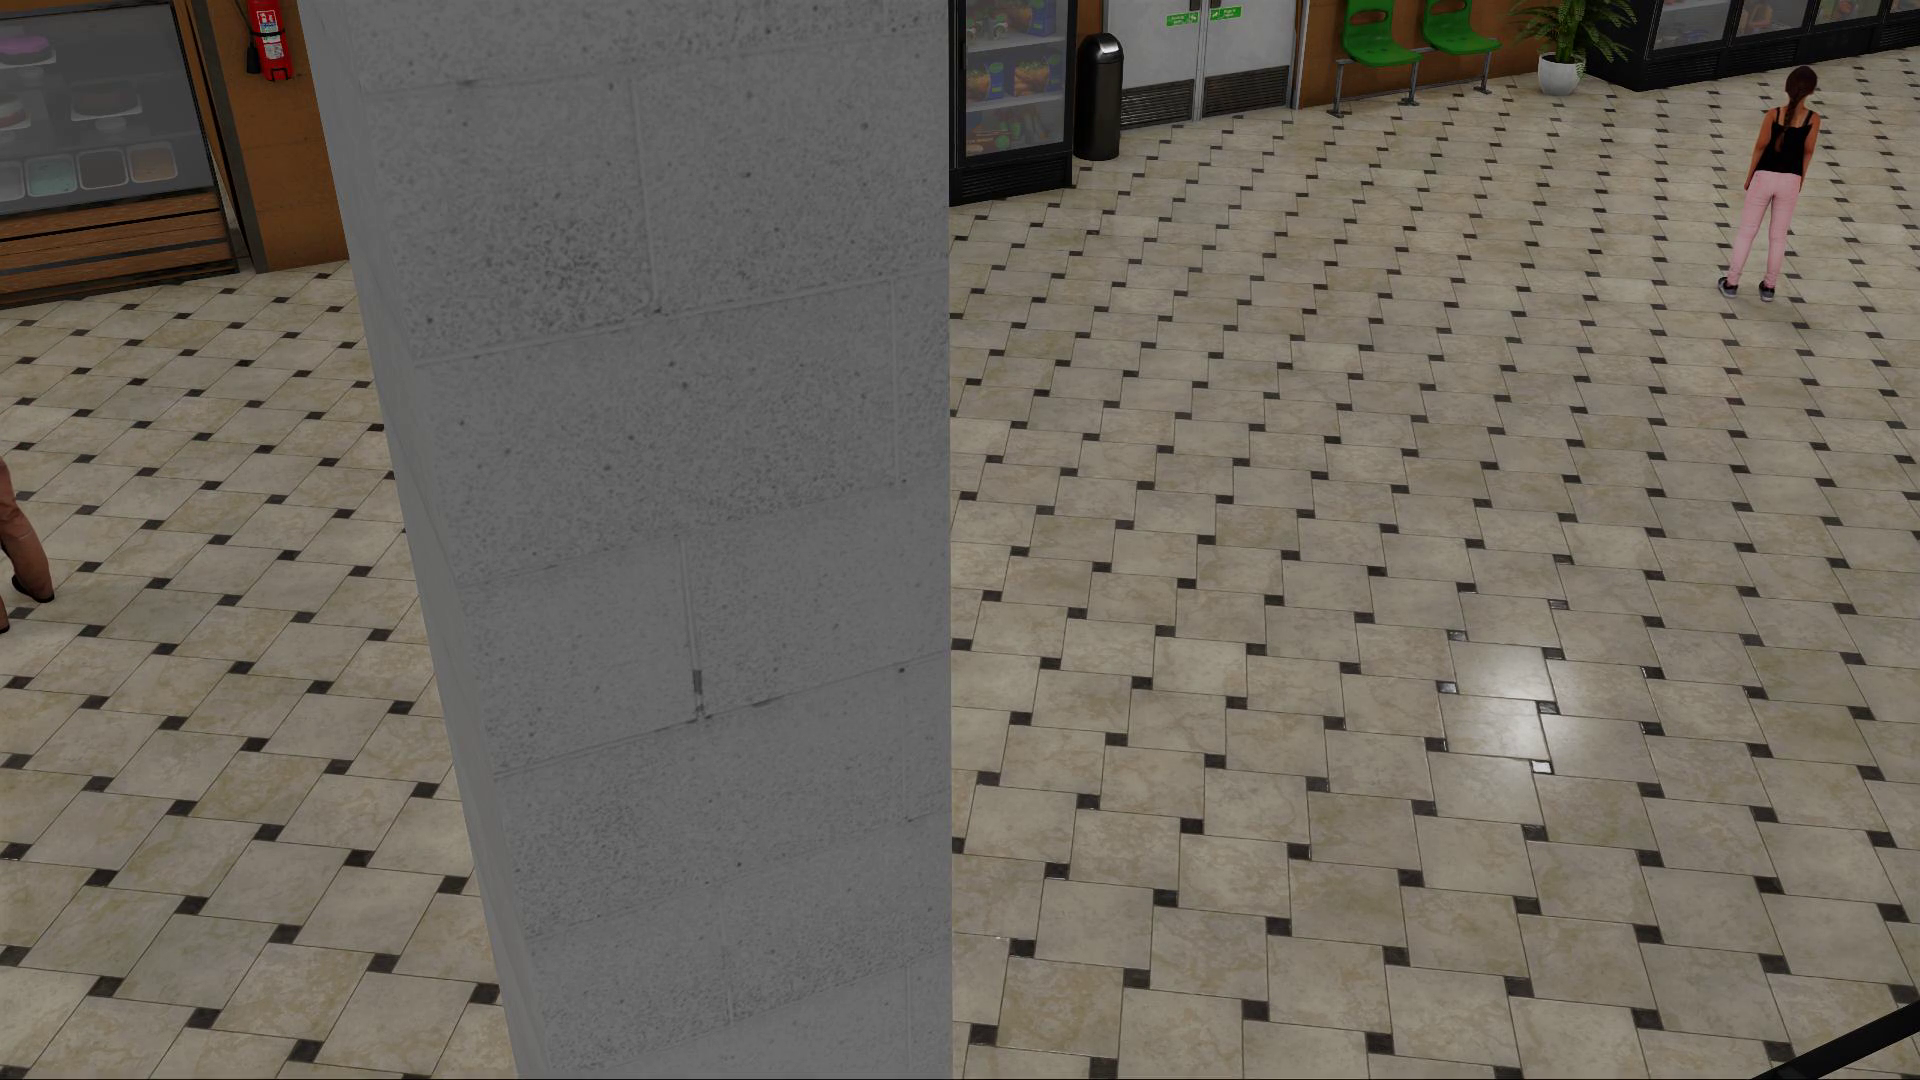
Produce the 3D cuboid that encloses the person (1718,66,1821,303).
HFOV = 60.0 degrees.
[{"bbox_3d":[5.405,-2.355,11.020,0.593,1.562,0.650,10,33,15],"label":"person"}]
